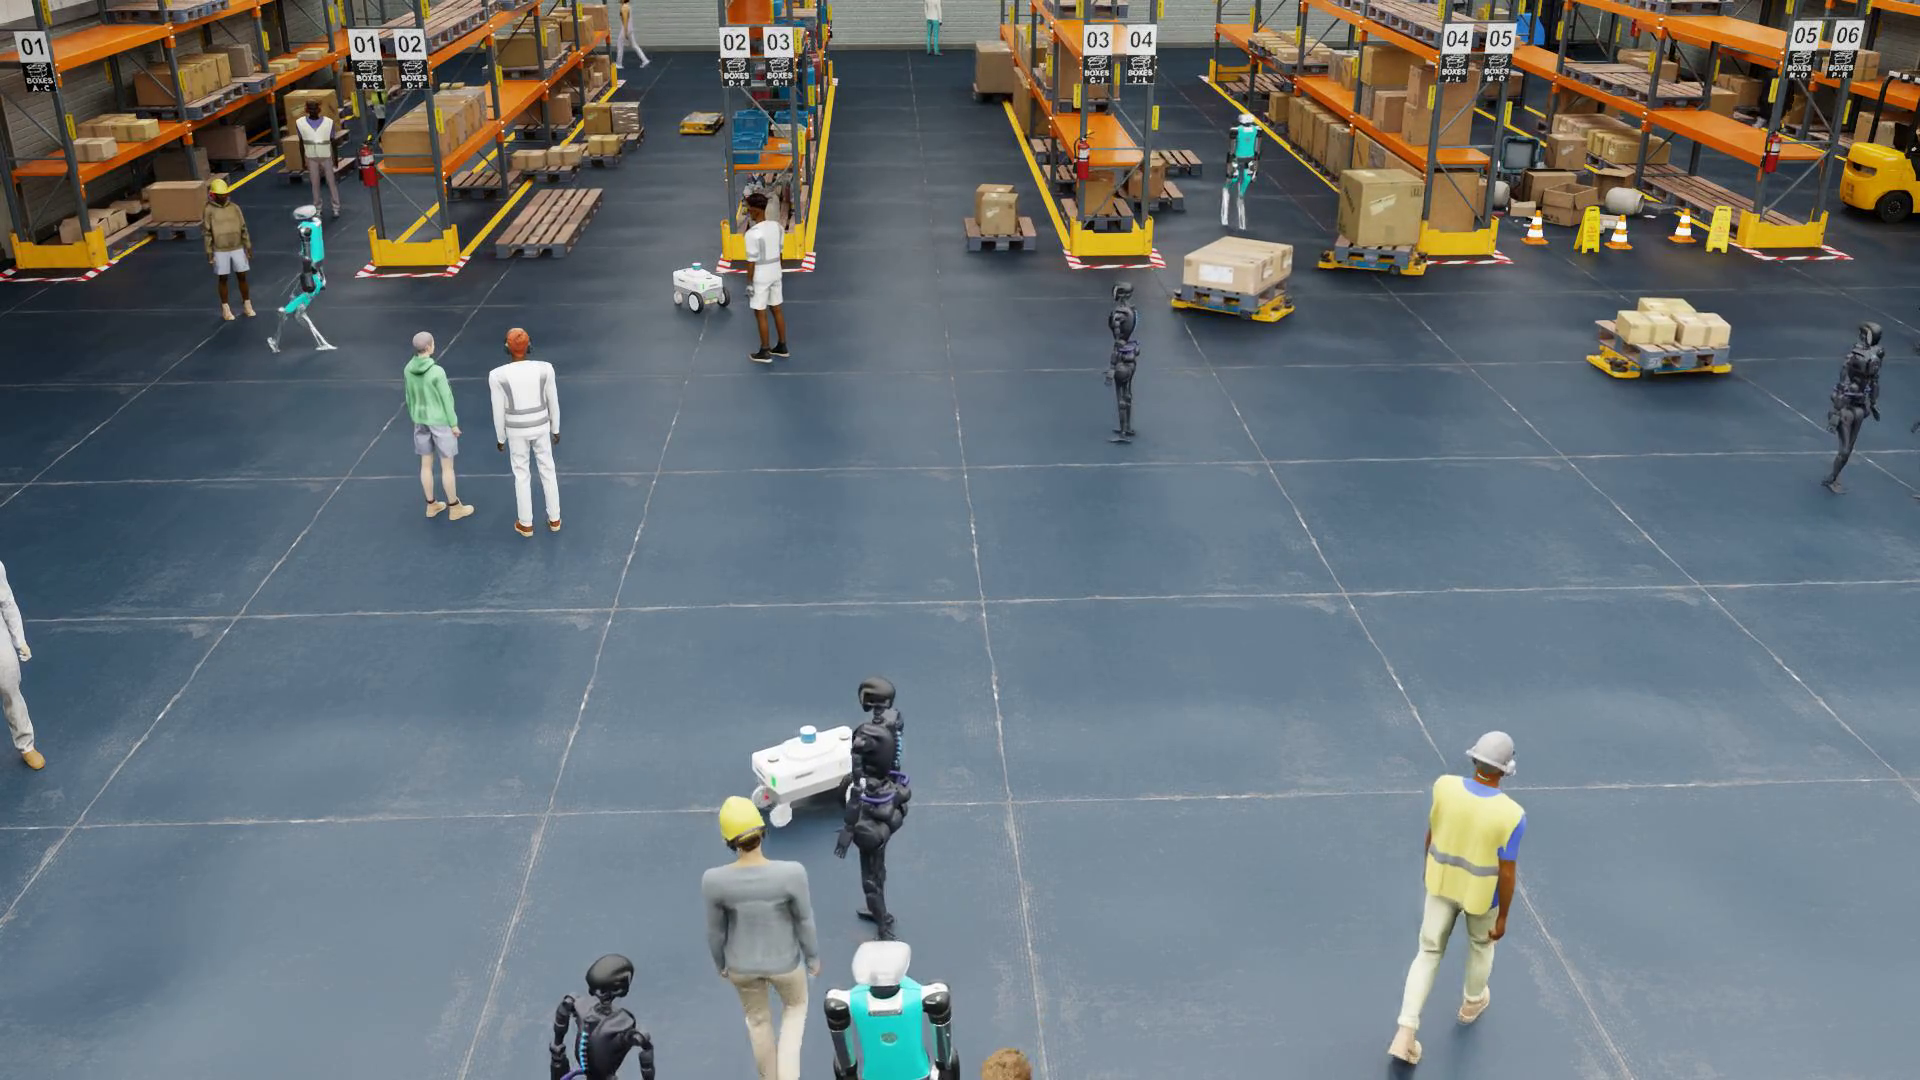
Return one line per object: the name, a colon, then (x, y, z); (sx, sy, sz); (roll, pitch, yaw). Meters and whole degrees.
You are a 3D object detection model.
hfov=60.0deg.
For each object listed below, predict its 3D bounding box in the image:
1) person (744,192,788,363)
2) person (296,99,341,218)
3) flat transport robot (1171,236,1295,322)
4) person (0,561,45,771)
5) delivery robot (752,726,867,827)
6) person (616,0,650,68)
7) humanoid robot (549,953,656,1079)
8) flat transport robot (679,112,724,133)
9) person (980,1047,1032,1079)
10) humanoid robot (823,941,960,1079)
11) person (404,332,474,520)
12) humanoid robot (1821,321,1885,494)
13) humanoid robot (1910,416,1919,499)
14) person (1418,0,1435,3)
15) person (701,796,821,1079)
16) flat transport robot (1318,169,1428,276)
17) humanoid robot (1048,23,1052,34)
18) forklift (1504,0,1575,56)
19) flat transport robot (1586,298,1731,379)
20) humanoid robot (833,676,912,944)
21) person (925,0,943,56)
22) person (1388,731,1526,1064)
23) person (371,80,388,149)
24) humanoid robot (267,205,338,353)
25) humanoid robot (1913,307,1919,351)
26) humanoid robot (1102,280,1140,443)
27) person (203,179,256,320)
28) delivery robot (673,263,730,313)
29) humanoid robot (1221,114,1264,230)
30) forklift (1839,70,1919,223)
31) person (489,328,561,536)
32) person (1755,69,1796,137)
person: (-2.261, -3.036, 19.228); (0.370, 1.955, 0.604); (16, 29, 32)
person: (-9.961, -5.939, 25.891); (0.559, 1.839, 0.388); (-6, 25, -14)
flat transport robot: (3.503, -3.054, 21.334); (1.431, 0.231, 0.659); (15, 28, 30)
person: (-6.452, 0.689, 10.925); (0.562, 1.898, 0.352); (-17, 29, -33)
delivery robot: (-0.955, 1.493, 10.790); (0.818, 0.614, 0.499); (-14, 28, -29)
person: (-8.043, -12.397, 40.380); (0.903, 1.792, 0.512); (6, 25, 13)
humanoid robot: (-1.598, 2.519, 7.173); (0.620, 1.641, 0.784); (12, 27, 26)
flat transport robot: (-5.136, -8.293, 33.108); (0.659, 0.231, 1.431); (1, 24, 1)
person: (0.204, 2.706, 6.421); (0.499, 1.886, 0.638); (0, 24, 0)
humanoid robot: (-0.265, 2.390, 7.334); (0.583, 1.778, 0.888); (1, 24, 1)
person: (-4.735, -1.021, 14.952); (0.474, 1.743, 0.340); (9, 25, 19)
humanoid robot: (8.368, -1.250, 15.554); (0.599, 1.654, 0.392); (-11, 26, -24)
humanoid robot: (9.107, -1.138, 15.300); (0.614, 1.657, 0.308); (-3, 24, -6)
person: (11.737, -13.075, 41.973); (0.395, 1.797, 0.585); (-15, 28, -31)
person: (-0.954, 2.042, 8.058); (0.554, 1.741, 0.440); (1, 24, 1)
flat transport robot: (5.787, -3.916, 23.271); (1.431, 0.231, 0.659); (8, 25, 17)
humanoid robot: (2.531, -12.846, 41.515); (0.939, 1.723, 0.585); (18, 30, 34)
forklift: (14.700, -13.805, 42.301); (1.873, 2.768, 1.129); (-1, 24, -2)
flat transport robot: (8.040, -2.082, 19.151); (1.431, 0.231, 0.659); (-4, 24, -9)
humanoid robot: (-0.483, 1.512, 9.340); (0.345, 1.655, 0.584); (11, 26, 23)
person: (-0.669, -13.287, 42.488); (0.521, 1.768, 0.308); (19, 30, 36)
person: (2.550, 1.803, 8.464); (0.513, 1.863, 0.924); (15, 28, 31)
person: (-10.843, -8.186, 31.117); (0.320, 1.693, 0.532); (-8, 25, -17)
humanoid robot: (-7.857, -3.027, 19.498); (0.930, 1.786, 0.554); (-1, 24, -2)
humanoid robot: (11.394, -2.815, 19.150); (0.589, 1.647, 0.789); (-9, 26, -20)
humanoid robot: (1.633, -1.810, 16.790); (0.315, 1.657, 0.599); (8, 25, 17)
person: (-9.182, -3.656, 20.861); (0.553, 1.757, 0.411); (-16, 29, -32)
delivery robot: (-3.362, -3.262, 21.455); (0.499, 0.599, 0.774); (-21, 31, -39)
humanoid robot: (4.205, -5.608, 25.289); (0.531, 1.788, 0.798); (-6, 25, -14)
forklift: (15.132, -6.143, 25.915); (2.313, 2.155, 1.214); (-1, 24, -2)
person: (-3.796, -0.948, 14.620); (0.576, 1.882, 0.354); (-12, 26, -24)
person: (14.923, -7.971, 30.501); (0.632, 1.809, 0.645); (11, 26, 23)
